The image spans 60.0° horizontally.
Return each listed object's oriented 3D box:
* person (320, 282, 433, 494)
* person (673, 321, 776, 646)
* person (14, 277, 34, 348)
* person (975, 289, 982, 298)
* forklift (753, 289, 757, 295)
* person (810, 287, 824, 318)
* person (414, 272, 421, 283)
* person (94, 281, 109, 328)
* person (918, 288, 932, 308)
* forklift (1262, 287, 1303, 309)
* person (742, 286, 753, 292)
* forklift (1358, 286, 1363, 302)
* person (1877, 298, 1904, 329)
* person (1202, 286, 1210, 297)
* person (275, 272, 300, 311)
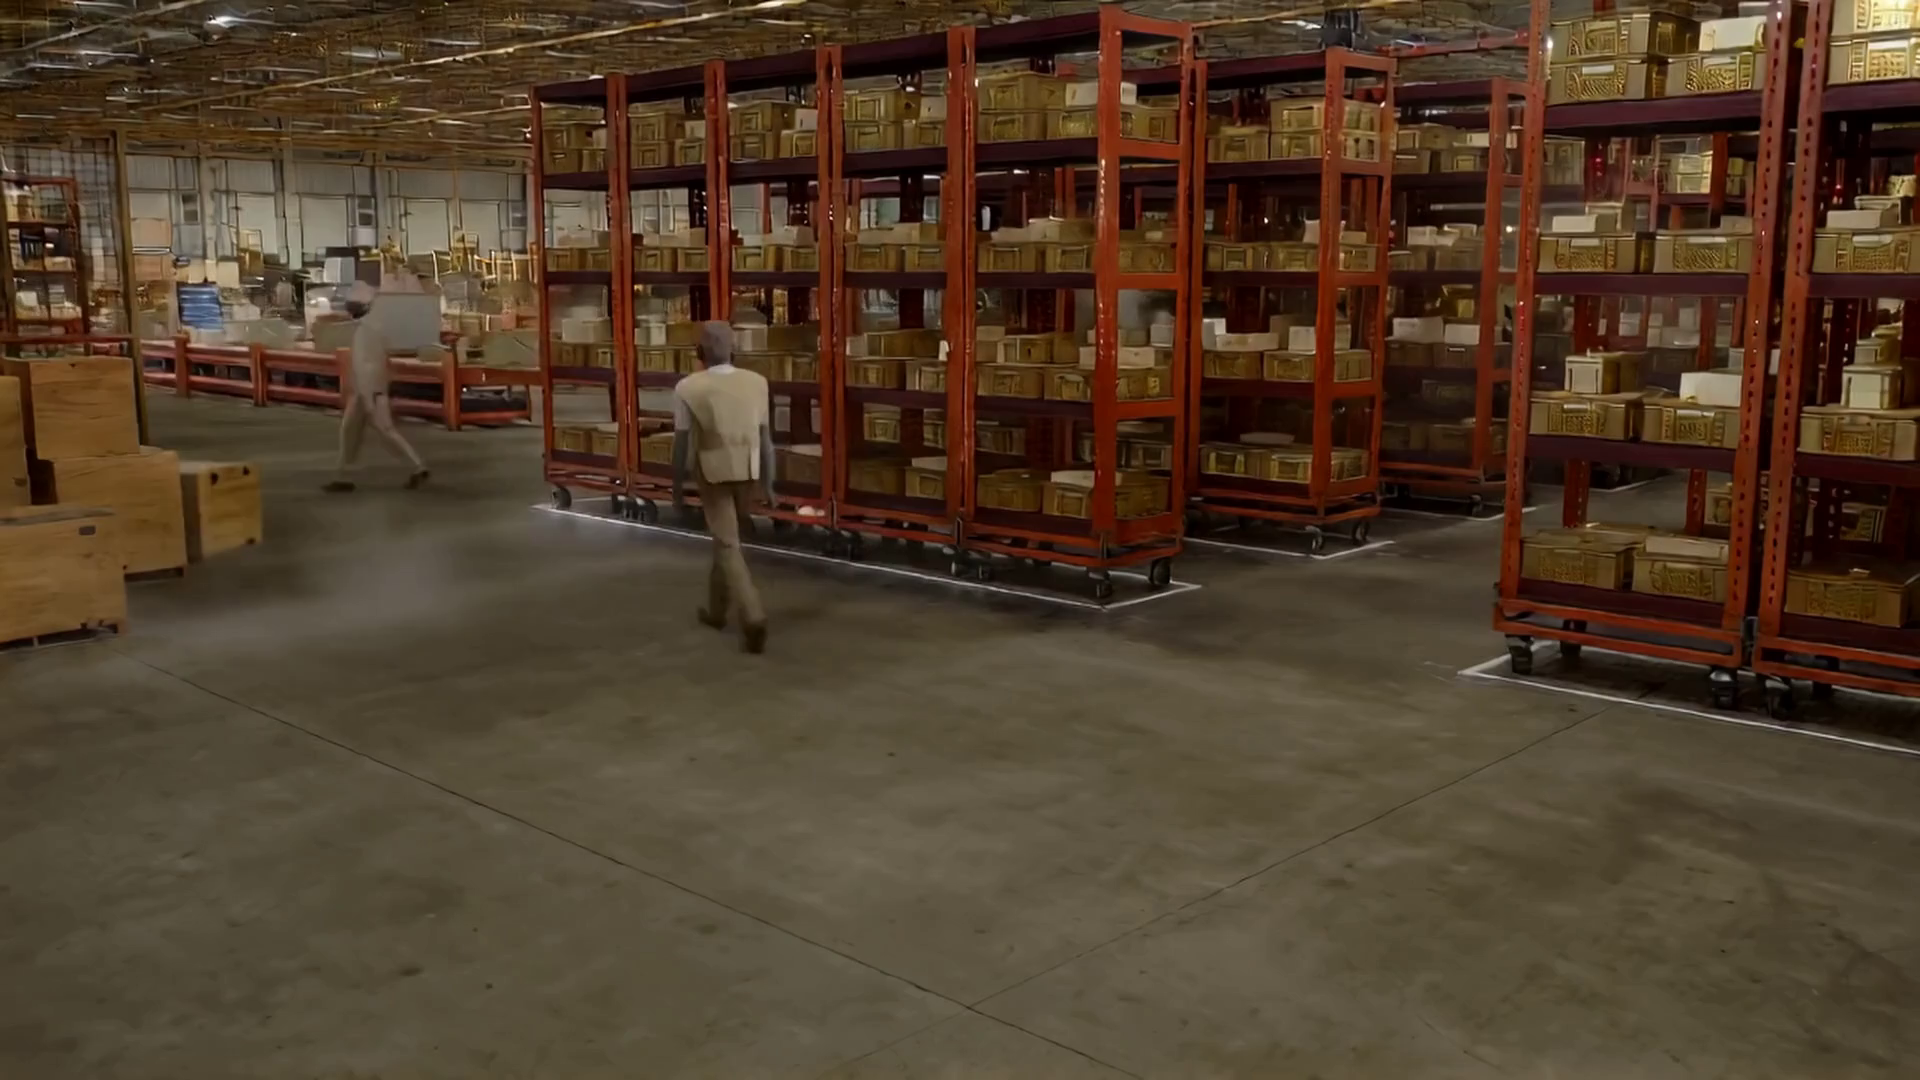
[{"bbox_3d":[-5.422,-1.405,15.403,0.981,1.956,0.622,-5,10,-27],"label":"person"},{"bbox_3d":[-1.295,-0.323,9.285,0.576,1.791,0.986,-7,11,-36],"label":"person"},{"bbox_3d":[-20.112,-4.689,35.671,0.471,1.906,0.647,6,11,32],"label":"person"},{"bbox_3d":[0.591,-8.213,57.846,0.916,1.727,0.534,2,10,15],"label":"person"},{"bbox_3d":[-9.227,-12.183,78.639,1.873,2.768,1.129,9,13,43],"label":"forklift"},{"bbox_3d":[-3.783,-6.106,44.416,0.662,1.883,0.667,-8,12,-41],"label":"person"},{"bbox_3d":[-23.778,-10.746,72.760,0.416,1.924,0.545,-9,13,-44],"label":"person"},{"bbox_3d":[-24.660,-6.605,47.943,0.309,1.735,0.484,8,12,41],"label":"person"},{"bbox_3d":[-0.915,-5.639,41.785,0.403,1.817,0.597,-3,10,-20],"label":"person"},{"bbox_3d":[10.769,-8.203,54.240,1.129,2.768,1.873,8,12,42],"label":"forklift"},{"bbox_3d":[-9.081,-10.337,71.152,0.528,1.620,0.510,2,10,14],"label":"person"},{"bbox_3d":[11.100,-7.017,46.970,1.873,2.768,1.129,9,13,43],"label":"forklift"},{"bbox_3d":[9.857,-1.717,17.711,0.404,1.821,0.587,2,9,11],"label":"person"},{"bbox_3d":[8.331,-8.094,56.191,0.694,2.016,0.625,-9,13,-44],"label":"person"},{"bbox_3d":[-20.884,-7.323,51.629,0.752,1.961,0.614,-1,9,-8],"label":"person"}]
